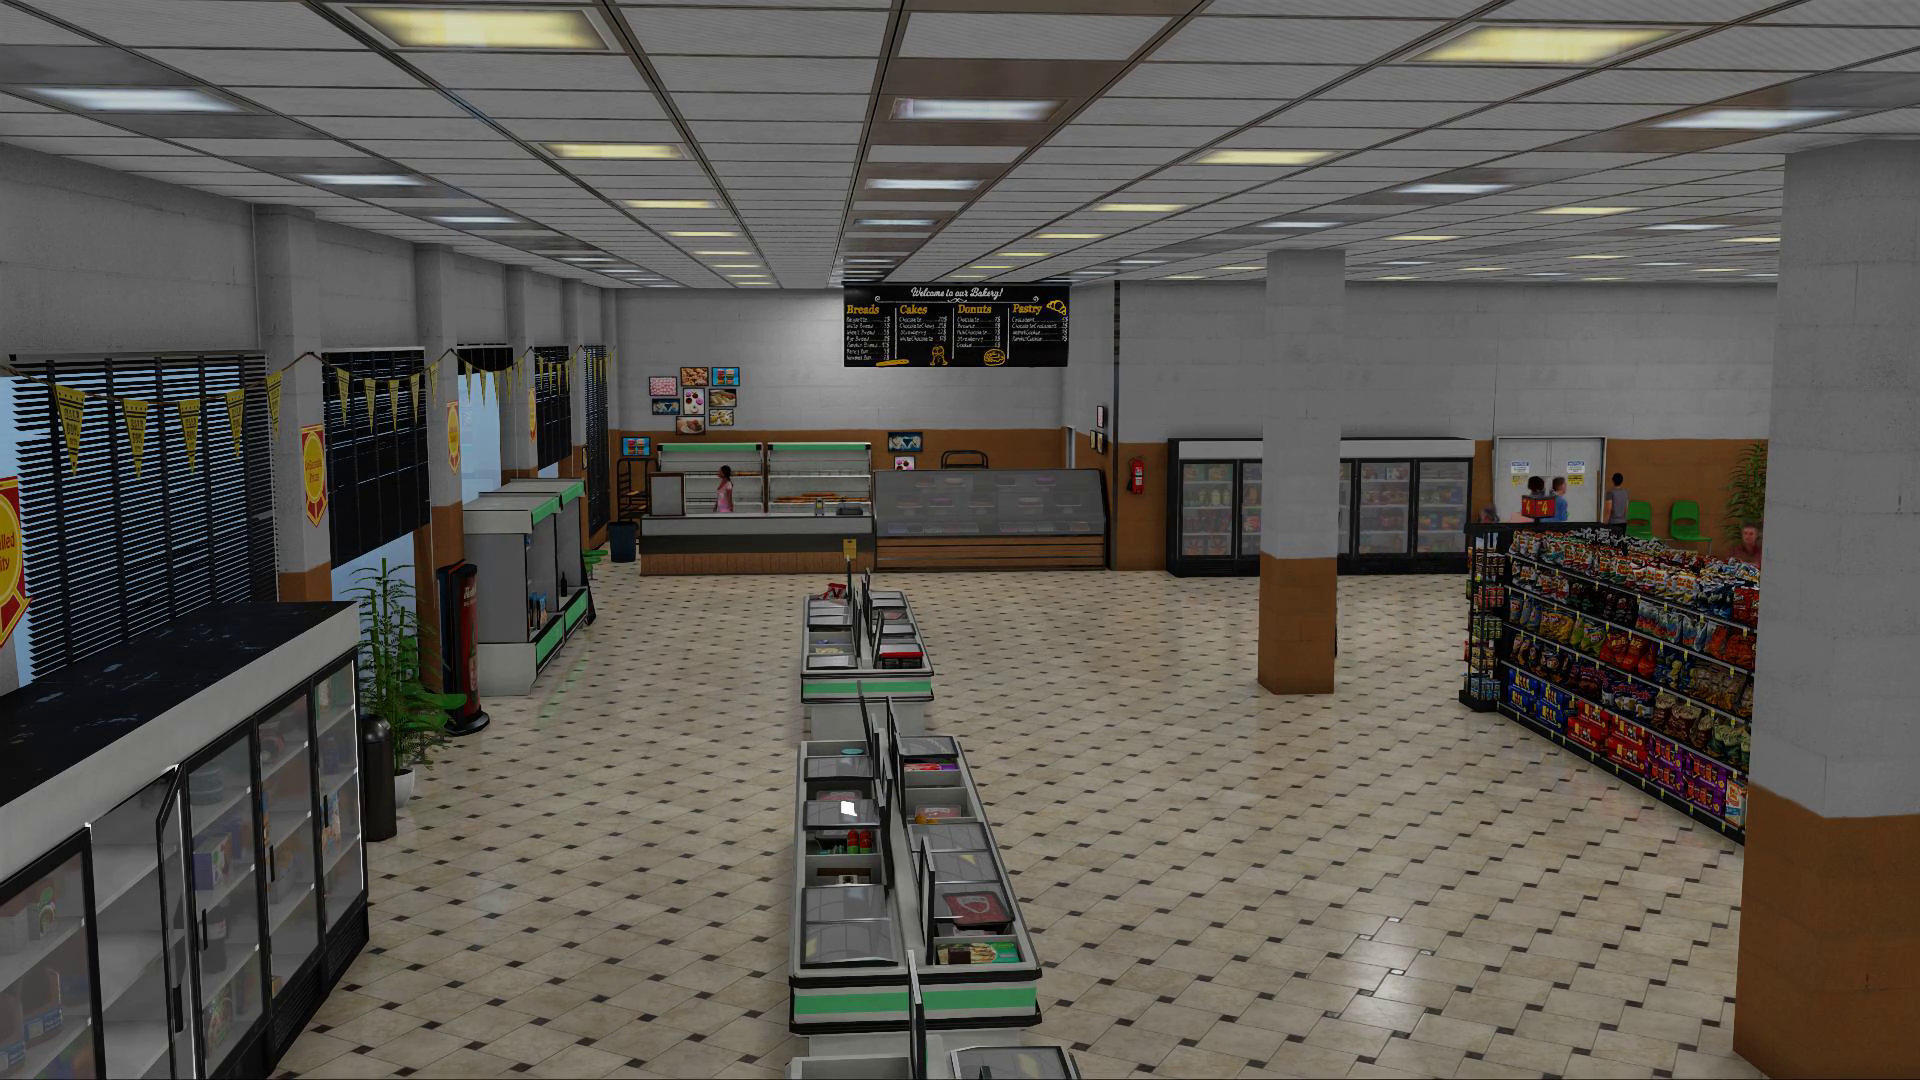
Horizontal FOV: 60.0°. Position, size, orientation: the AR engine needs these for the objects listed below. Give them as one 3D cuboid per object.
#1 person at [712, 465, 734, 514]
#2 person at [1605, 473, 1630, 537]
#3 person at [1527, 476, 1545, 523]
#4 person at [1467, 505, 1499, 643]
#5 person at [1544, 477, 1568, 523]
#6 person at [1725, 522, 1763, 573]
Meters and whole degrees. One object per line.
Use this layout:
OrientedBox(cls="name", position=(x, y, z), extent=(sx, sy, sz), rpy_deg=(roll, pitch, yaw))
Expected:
OrientedBox(cls="person", position=(-4.170, -0.475, 30.207), extent=(0.912, 1.696, 1.190), rpy_deg=(-3, 8, -24))
OrientedBox(cls="person", position=(11.143, -0.270, 28.263), extent=(0.670, 1.755, 0.640), rpy_deg=(-3, 7, -21))
OrientedBox(cls="person", position=(9.692, -0.233, 28.126), extent=(0.737, 1.714, 0.658), rpy_deg=(4, 8, 31))
OrientedBox(cls="person", position=(7.007, 0.445, 22.050), extent=(0.768, 1.826, 0.782), rpy_deg=(-6, 9, -39))
OrientedBox(cls="person", position=(9.485, -0.091, 26.726), extent=(0.989, 1.768, 1.159), rpy_deg=(-3, 8, -25))
OrientedBox(cls="person", position=(9.527, 0.694, 20.153), extent=(1.125, 1.787, 1.311), rpy_deg=(3, 8, 26))
